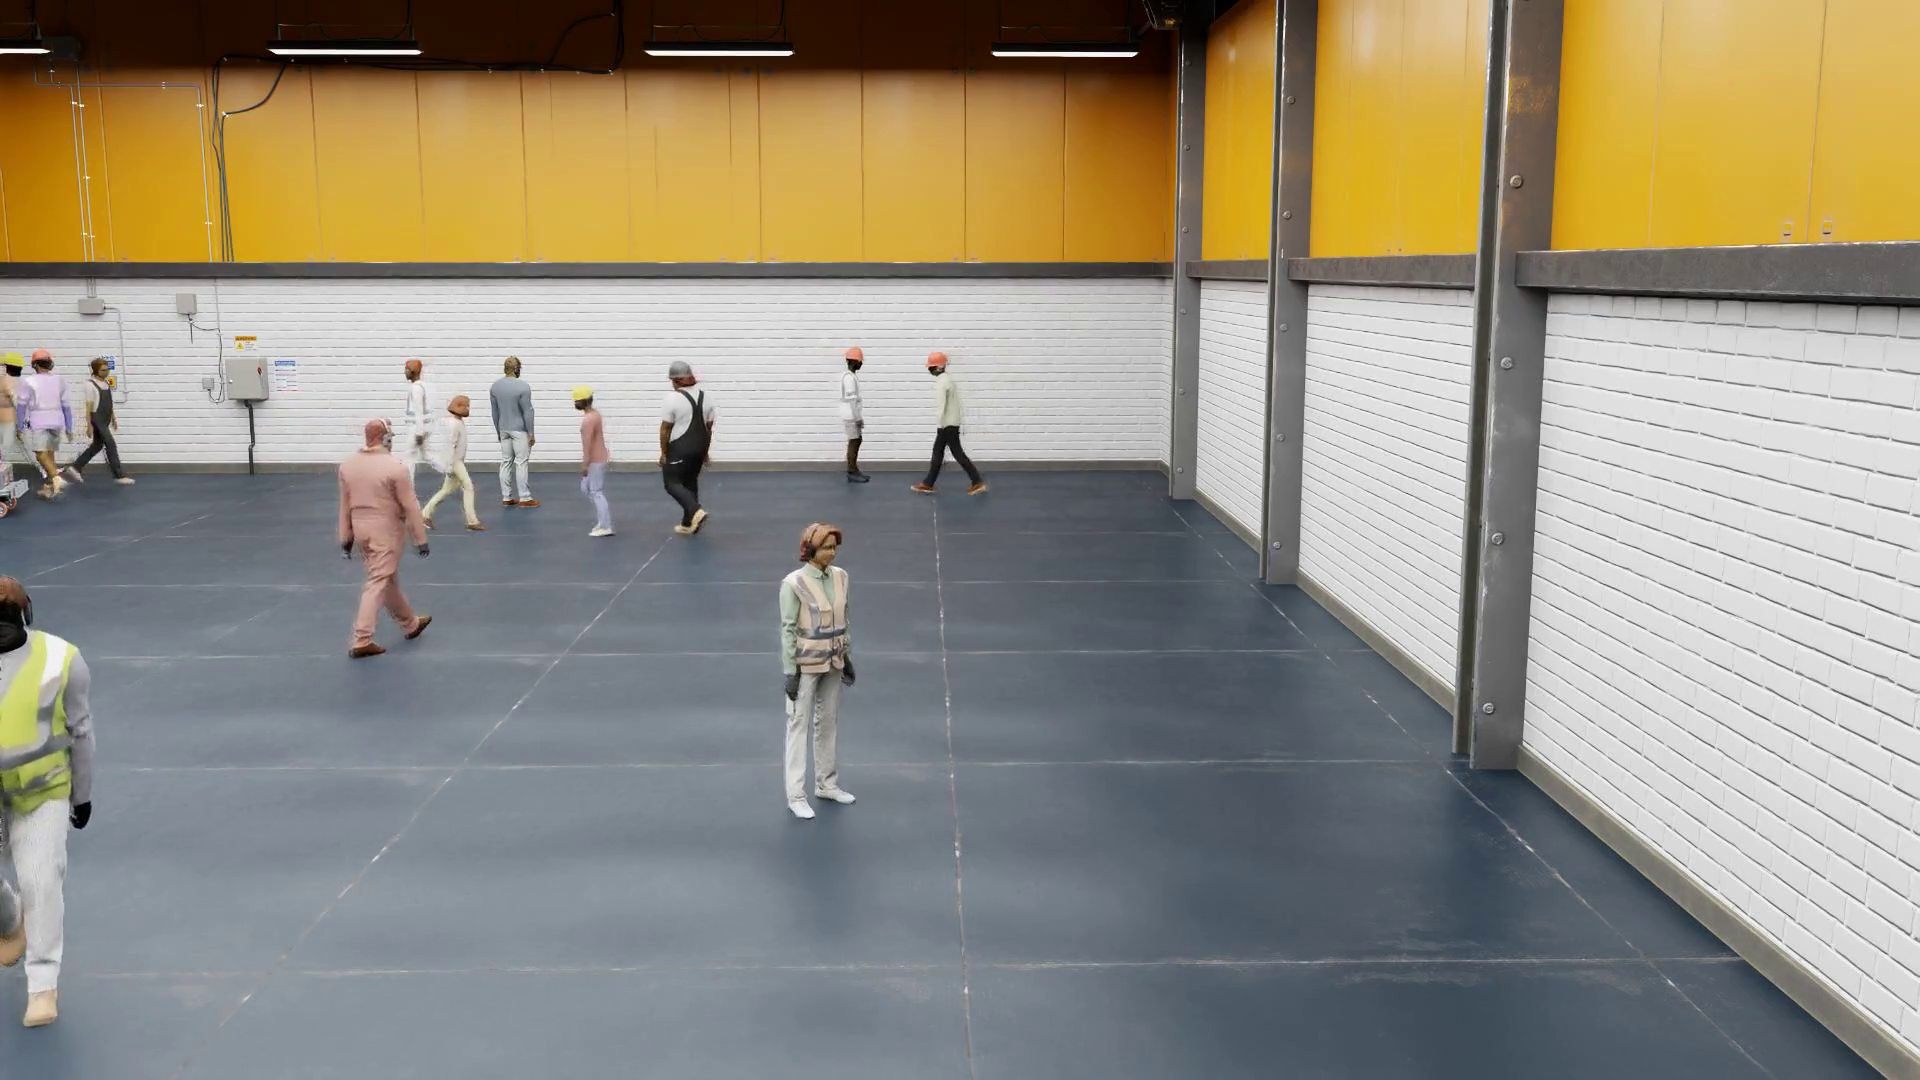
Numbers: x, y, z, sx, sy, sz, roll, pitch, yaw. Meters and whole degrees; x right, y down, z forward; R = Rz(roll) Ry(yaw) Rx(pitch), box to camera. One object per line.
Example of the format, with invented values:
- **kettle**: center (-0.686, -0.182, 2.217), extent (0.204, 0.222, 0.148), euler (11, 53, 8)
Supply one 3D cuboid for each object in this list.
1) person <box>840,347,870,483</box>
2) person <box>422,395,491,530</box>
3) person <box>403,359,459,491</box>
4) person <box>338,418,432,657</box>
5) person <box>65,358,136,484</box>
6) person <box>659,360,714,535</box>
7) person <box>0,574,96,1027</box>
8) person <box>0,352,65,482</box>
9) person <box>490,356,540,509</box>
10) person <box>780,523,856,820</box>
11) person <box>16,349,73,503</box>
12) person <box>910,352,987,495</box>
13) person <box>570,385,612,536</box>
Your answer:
- **person**: center (-1.496, -1.767, 23.614), extent (0.411, 1.932, 0.560), euler (0, 9, 0)
- **person**: center (-5.922, -0.887, 19.269), extent (0.808, 1.596, 0.509), euler (-2, 10, -13)
- **person**: center (-7.137, -1.488, 22.129), extent (0.874, 1.856, 0.585), euler (-1, 9, -8)
- **person**: center (-4.547, -0.043, 13.255), extent (0.674, 1.849, 1.005), euler (4, 10, 25)
- **person**: center (-12.158, -1.660, 23.364), extent (0.904, 1.803, 0.570), euler (0, 9, 1)
- **person**: center (-3.085, -1.044, 18.825), extent (0.677, 2.000, 0.696), euler (7, 12, 36)
- **person**: center (-3.874, 1.023, 6.809), extent (0.640, 1.825, 0.651), euler (-4, 10, -22)
- **person**: center (-13.284, -1.714, 23.503), extent (0.983, 1.860, 0.581), euler (-4, 10, -23)
- **person**: center (-5.649, -1.363, 21.103), extent (0.630, 1.937, 0.373), euler (4, 10, 24)
- **person**: center (-0.798, 0.718, 9.279), extent (0.314, 1.631, 0.531), euler (7, 12, 37)
- **person**: center (-11.887, -1.488, 21.718), extent (0.916, 1.996, 0.682), euler (7, 12, 37)
- **person**: center (-0.120, -1.562, 22.357), extent (1.039, 1.939, 0.665), euler (1, 9, 5)
- **person**: center (-4.155, -0.885, 18.775), extent (0.457, 1.732, 0.559), euler (0, 9, -2)
